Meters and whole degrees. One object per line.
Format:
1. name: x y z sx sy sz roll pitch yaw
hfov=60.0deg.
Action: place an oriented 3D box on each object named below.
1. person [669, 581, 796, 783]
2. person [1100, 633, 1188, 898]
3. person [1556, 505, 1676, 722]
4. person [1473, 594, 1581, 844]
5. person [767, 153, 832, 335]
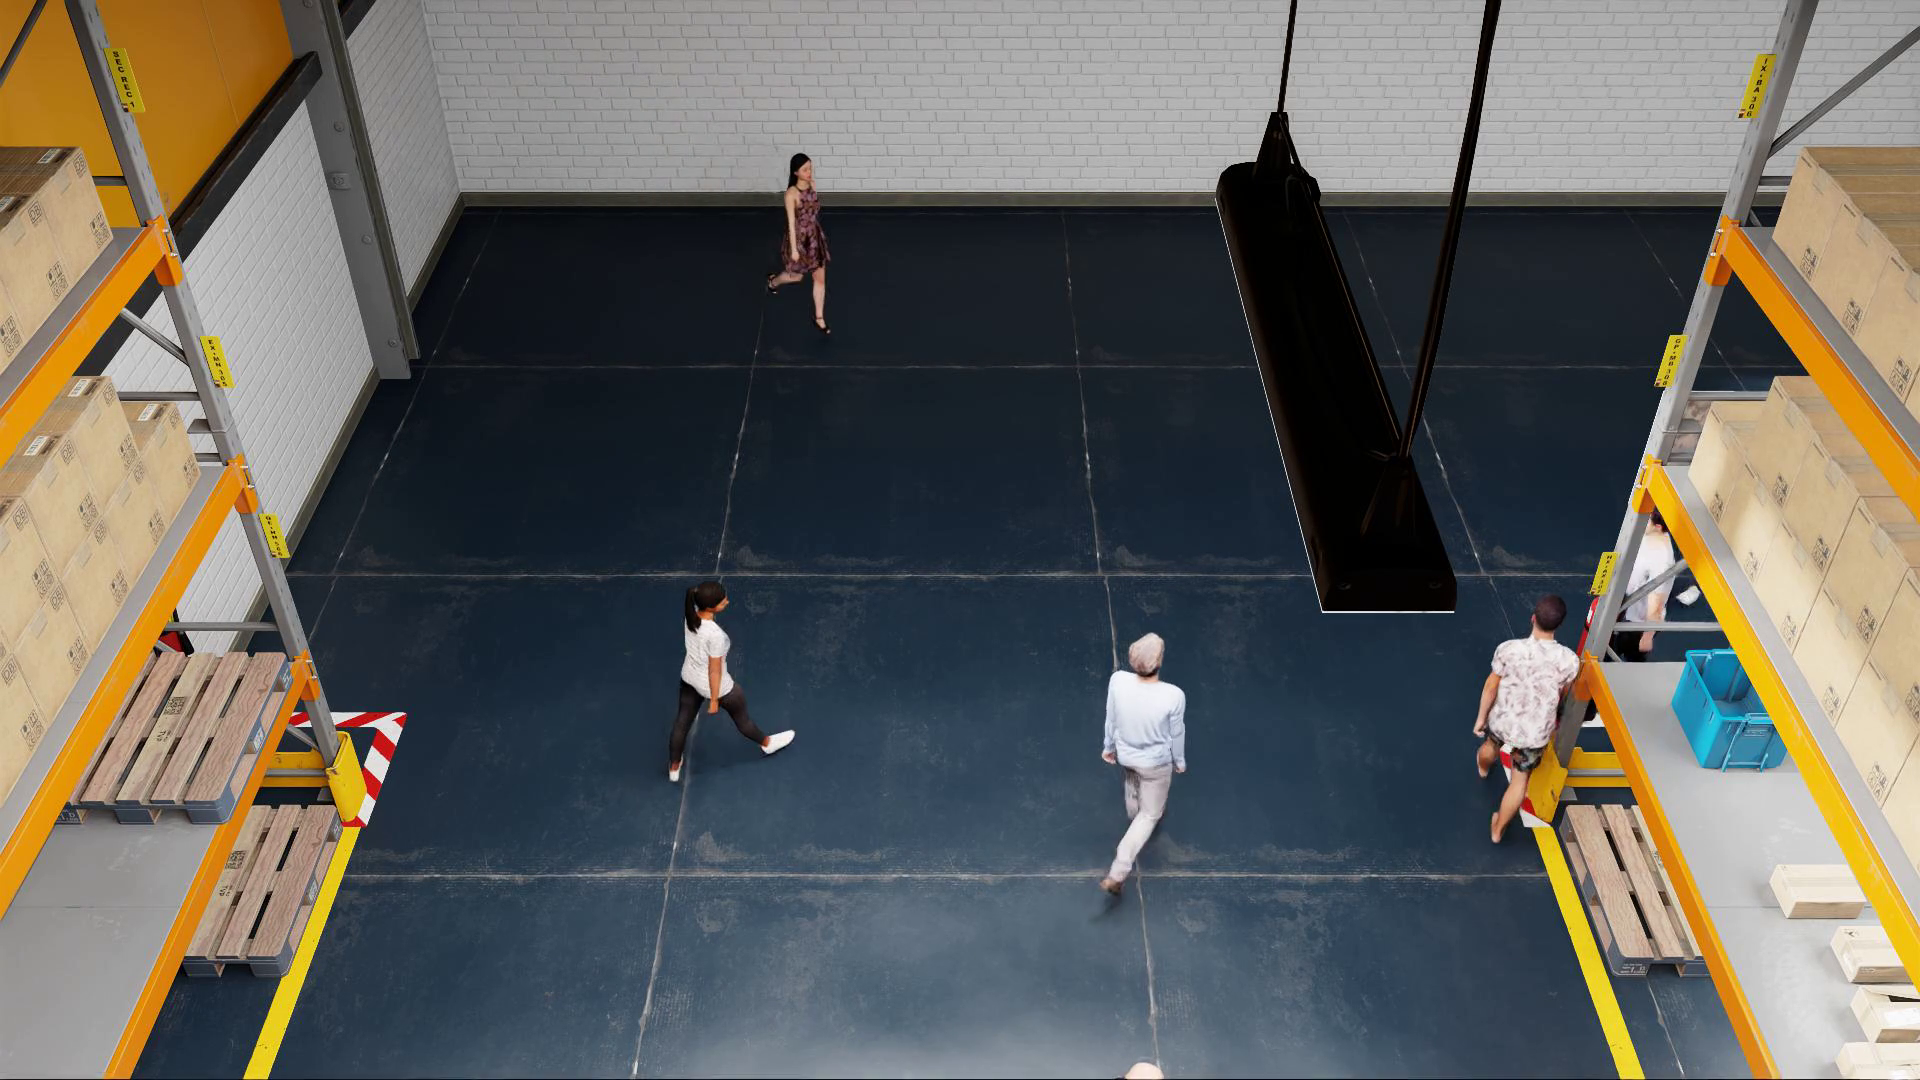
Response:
1. person: -1.708 0.967 10.842 1.114 1.587 1.153 31 48 33
2. person: 1.083 1.381 10.101 1.085 1.866 1.272 22 43 25
3. person: 4.664 0.536 11.178 0.903 1.841 0.908 10 40 12
4. person: 3.515 1.185 10.412 0.908 1.784 1.135 14 41 17
5. person: -1.498 -2.747 15.358 1.040 1.754 1.050 24 44 27
